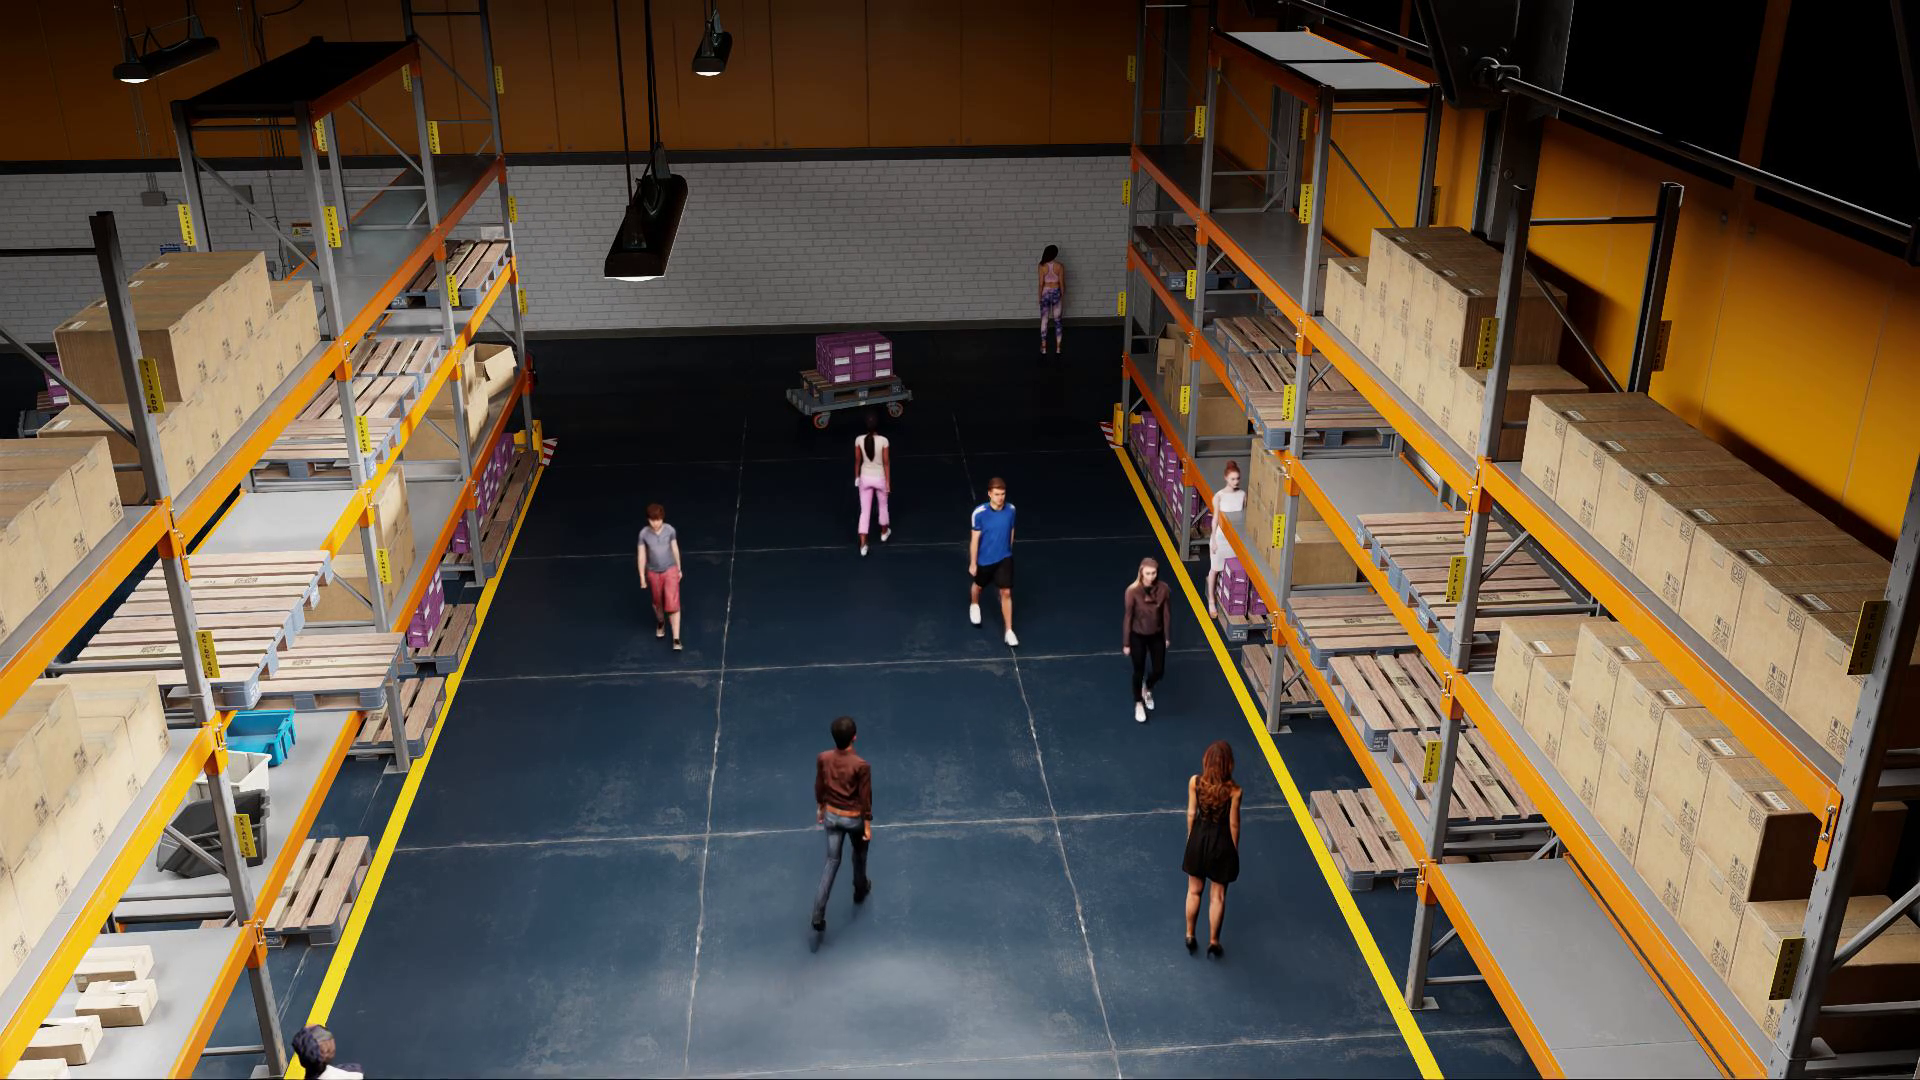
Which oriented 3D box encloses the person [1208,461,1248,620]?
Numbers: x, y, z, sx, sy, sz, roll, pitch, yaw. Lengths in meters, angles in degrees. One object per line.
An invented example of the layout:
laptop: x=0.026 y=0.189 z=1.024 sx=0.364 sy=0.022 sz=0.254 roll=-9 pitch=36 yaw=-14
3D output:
person: x=2.837 y=0.005 z=17.761 sx=0.584 sy=1.793 sz=0.545 roll=-6 pitch=24 yaw=-14

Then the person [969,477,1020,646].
person: x=0.313 y=0.161 z=17.394 sx=0.865 sy=1.801 sz=1.353 roll=-7 pitch=25 yaw=-16

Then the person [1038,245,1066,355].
person: x=1.467 y=-3.869 z=26.656 sx=0.615 sy=1.766 sz=0.569 roll=1 pitch=24 yaw=1

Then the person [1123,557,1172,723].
person: x=1.763 y=0.901 z=15.838 sx=0.643 sy=1.691 sz=0.625 roll=-4 pitch=24 yaw=-8

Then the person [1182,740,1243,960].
person: x=1.872 y=2.318 z=12.416 sx=0.653 sy=1.835 sz=0.670 roll=10 pitch=26 yaw=22

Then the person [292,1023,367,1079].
person: x=-3.559 y=3.561 z=9.500 sx=0.826 sy=1.893 sz=0.753 roll=17 pitch=29 yaw=33

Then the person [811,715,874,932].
person: x=-0.928 y=2.201 z=12.790 sx=0.973 sy=1.750 sz=1.218 roll=8 pitch=25 yaw=18

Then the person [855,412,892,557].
person: x=-1.040 y=-0.628 z=19.322 sx=0.775 sy=1.703 sz=1.126 roll=4 pitch=24 yaw=9

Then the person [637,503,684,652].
person: x=-3.094 y=0.331 z=17.260 sx=0.664 sy=1.597 sz=1.127 roll=-4 pitch=24 yaw=-10
